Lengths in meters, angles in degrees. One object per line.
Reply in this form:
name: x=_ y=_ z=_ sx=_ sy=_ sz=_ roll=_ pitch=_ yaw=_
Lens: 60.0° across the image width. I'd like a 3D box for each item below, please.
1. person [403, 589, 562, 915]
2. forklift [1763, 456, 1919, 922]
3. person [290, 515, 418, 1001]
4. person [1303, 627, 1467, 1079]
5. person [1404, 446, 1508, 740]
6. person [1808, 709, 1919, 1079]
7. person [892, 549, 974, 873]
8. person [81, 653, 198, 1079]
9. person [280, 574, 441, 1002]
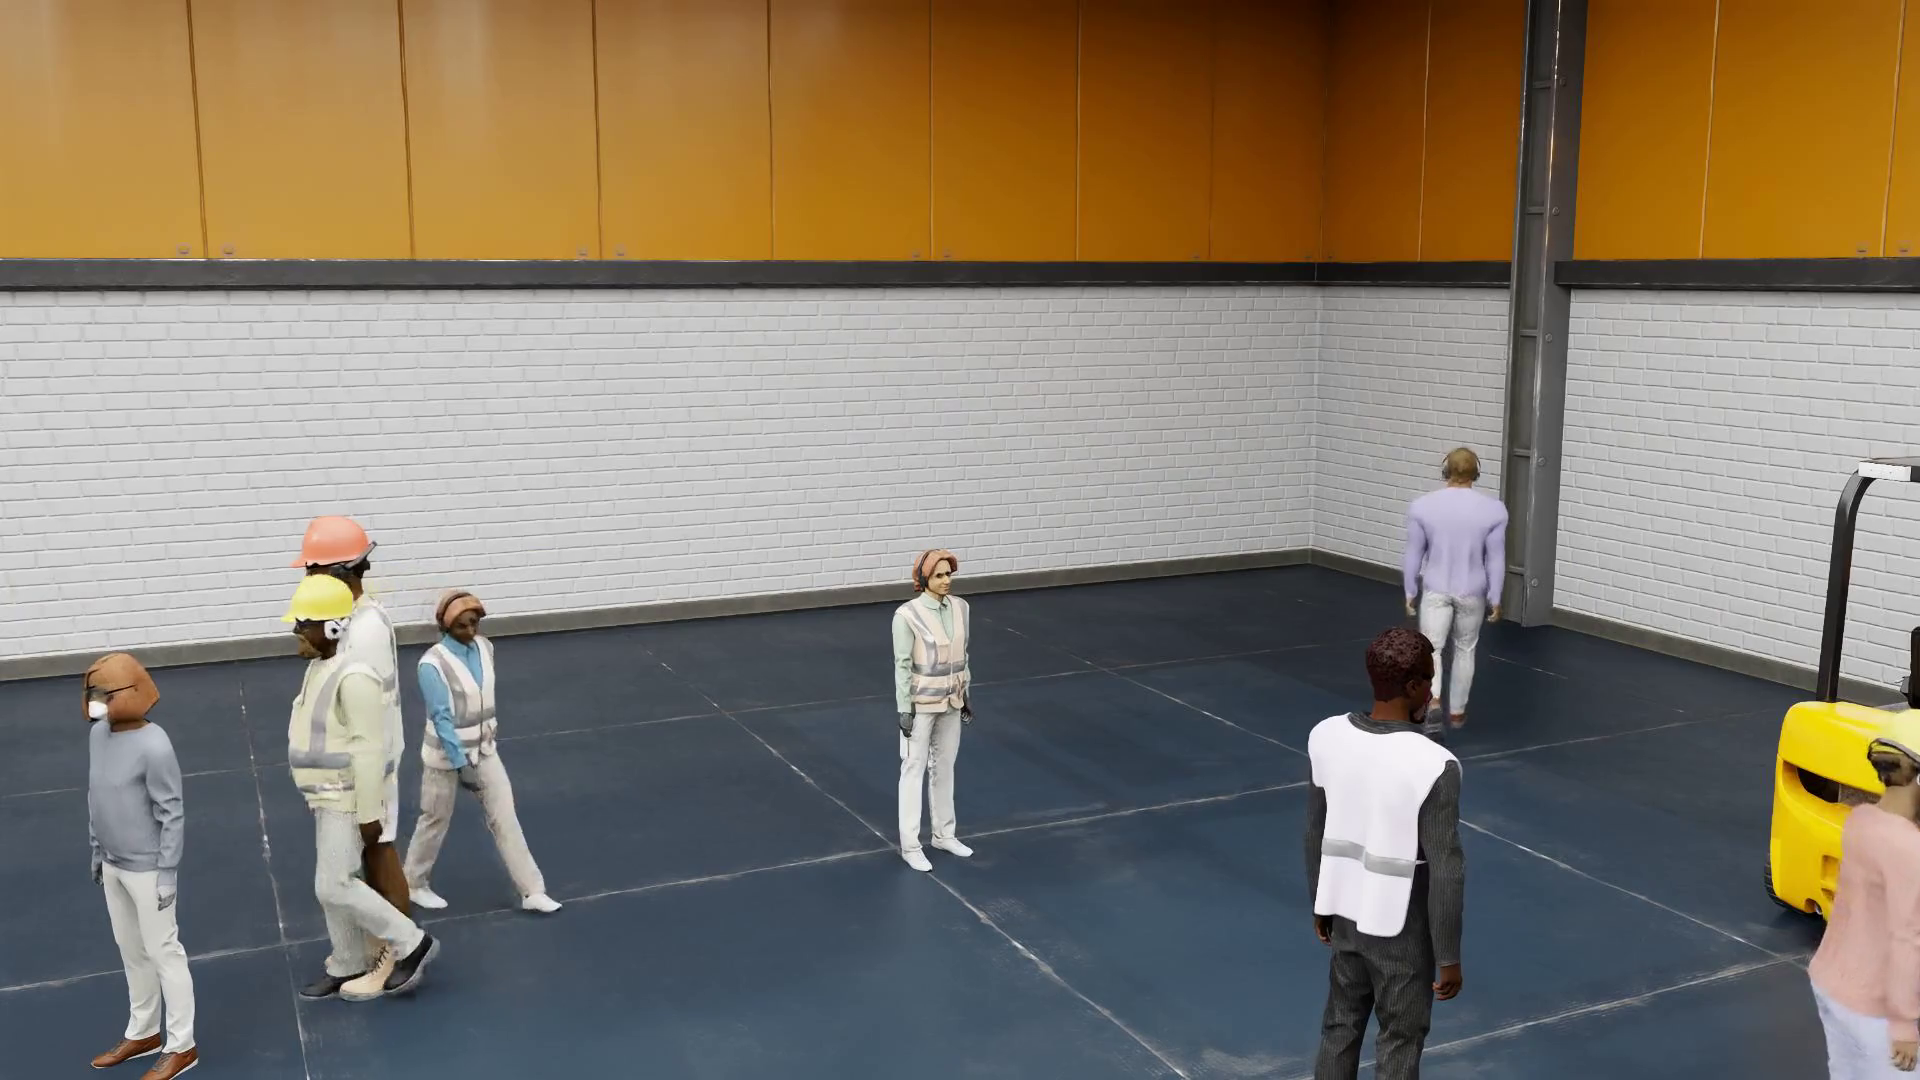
person: x=-2.328 y=0.999 z=7.774 sx=0.844 sy=1.588 sz=0.522 roll=4 pitch=10 yaw=24
forklift: x=4.857 y=0.731 z=7.561 sx=2.313 sy=2.155 sz=1.214 roll=-4 pitch=10 yaw=-25
person: x=-2.537 y=0.924 z=6.966 sx=0.393 sy=1.998 sz=0.613 roll=-5 pitch=10 yaw=-29
person: x=1.355 y=1.224 z=5.350 sx=0.378 sy=1.917 sz=0.597 roll=-6 pitch=11 yaw=-34
person: x=3.212 y=0.343 z=10.832 sx=0.640 sy=1.915 sz=0.872 roll=3 pitch=10 yaw=18
person: x=2.770 y=1.374 z=4.992 sx=0.390 sy=1.737 sz=0.566 roll=2 pitch=9 yaw=9
person: x=-0.137 y=0.854 z=8.513 sx=0.308 sy=1.641 sz=0.516 roll=9 pitch=12 yaw=43
person: x=-3.095 y=1.223 z=6.237 sx=0.508 sy=1.632 sz=0.272 roll=6 pitch=11 yaw=33
person: x=-2.523 y=1.029 z=6.882 sx=0.459 sy=1.819 sz=0.610 roll=-5 pitch=11 yaw=-30
